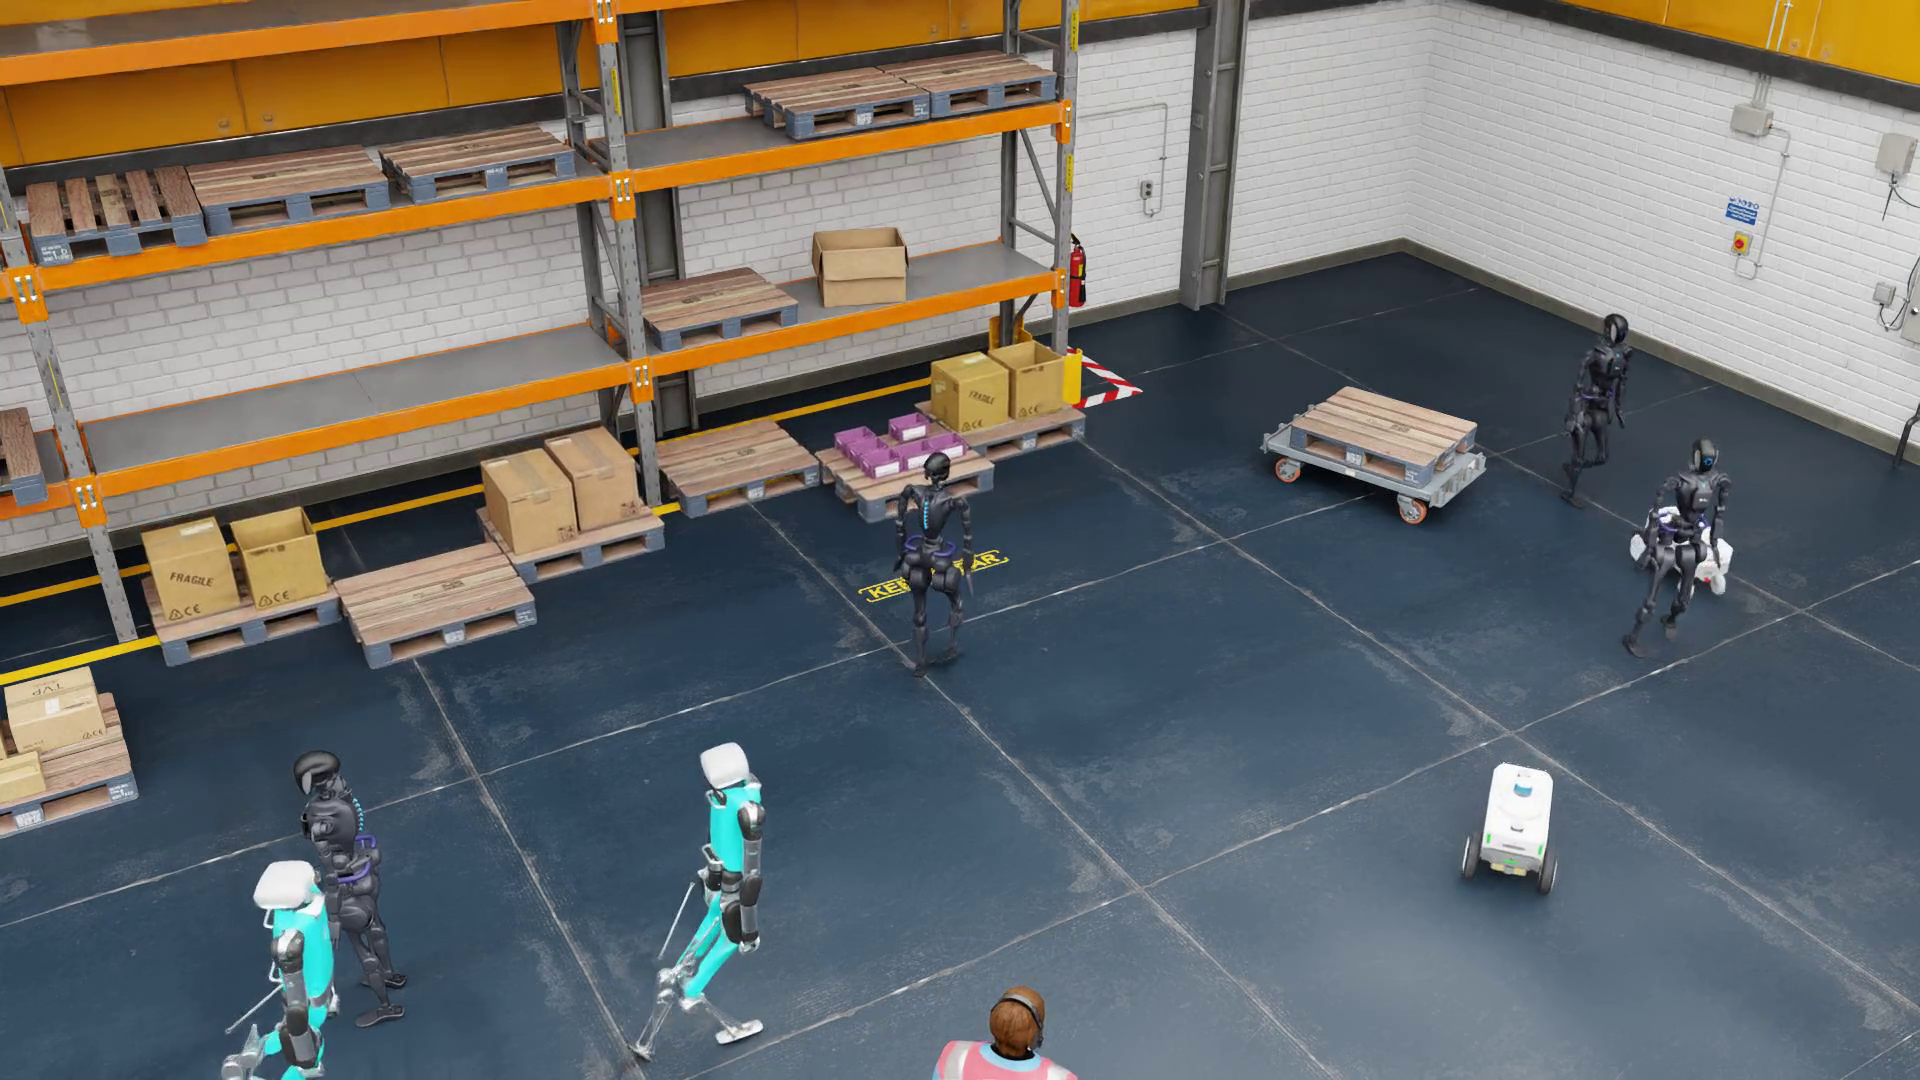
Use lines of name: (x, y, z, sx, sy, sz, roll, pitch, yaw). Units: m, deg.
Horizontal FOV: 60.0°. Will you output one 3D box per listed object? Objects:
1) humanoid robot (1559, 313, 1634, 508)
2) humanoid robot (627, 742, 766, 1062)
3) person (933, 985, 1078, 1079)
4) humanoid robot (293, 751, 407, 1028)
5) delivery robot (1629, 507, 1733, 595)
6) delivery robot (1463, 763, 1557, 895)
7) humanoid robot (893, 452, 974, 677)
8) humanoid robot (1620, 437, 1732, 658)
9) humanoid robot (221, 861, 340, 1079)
humanoid robot: (5.081, -1.073, 13.439, 0.590, 1.642, 0.450, -13, 32, -22)
humanoid robot: (-1.357, 1.896, 8.184, 0.885, 1.835, 0.559, -15, 33, -25)
person: (0.207, 2.566, 6.848, 0.630, 1.837, 0.431, 9, 31, 15)
humanoid robot: (-3.099, 1.750, 8.429, 0.315, 1.659, 0.599, -4, 30, -7)
delivery robot: (5.499, 0.035, 12.591, 0.499, 0.565, 0.745, -5, 30, -9)
delivery robot: (3.251, 1.677, 9.732, 0.499, 0.612, 0.796, 10, 31, 18)
humanoid robot: (-0.182, 0.144, 11.292, 0.609, 1.650, 0.458, 11, 31, 19)
humanoid robot: (4.983, 0.015, 11.540, 0.610, 1.641, 0.425, -5, 30, -8)
humanoid robot: (-3.213, 2.220, 7.583, 0.987, 1.772, 0.530, -4, 30, -6)
